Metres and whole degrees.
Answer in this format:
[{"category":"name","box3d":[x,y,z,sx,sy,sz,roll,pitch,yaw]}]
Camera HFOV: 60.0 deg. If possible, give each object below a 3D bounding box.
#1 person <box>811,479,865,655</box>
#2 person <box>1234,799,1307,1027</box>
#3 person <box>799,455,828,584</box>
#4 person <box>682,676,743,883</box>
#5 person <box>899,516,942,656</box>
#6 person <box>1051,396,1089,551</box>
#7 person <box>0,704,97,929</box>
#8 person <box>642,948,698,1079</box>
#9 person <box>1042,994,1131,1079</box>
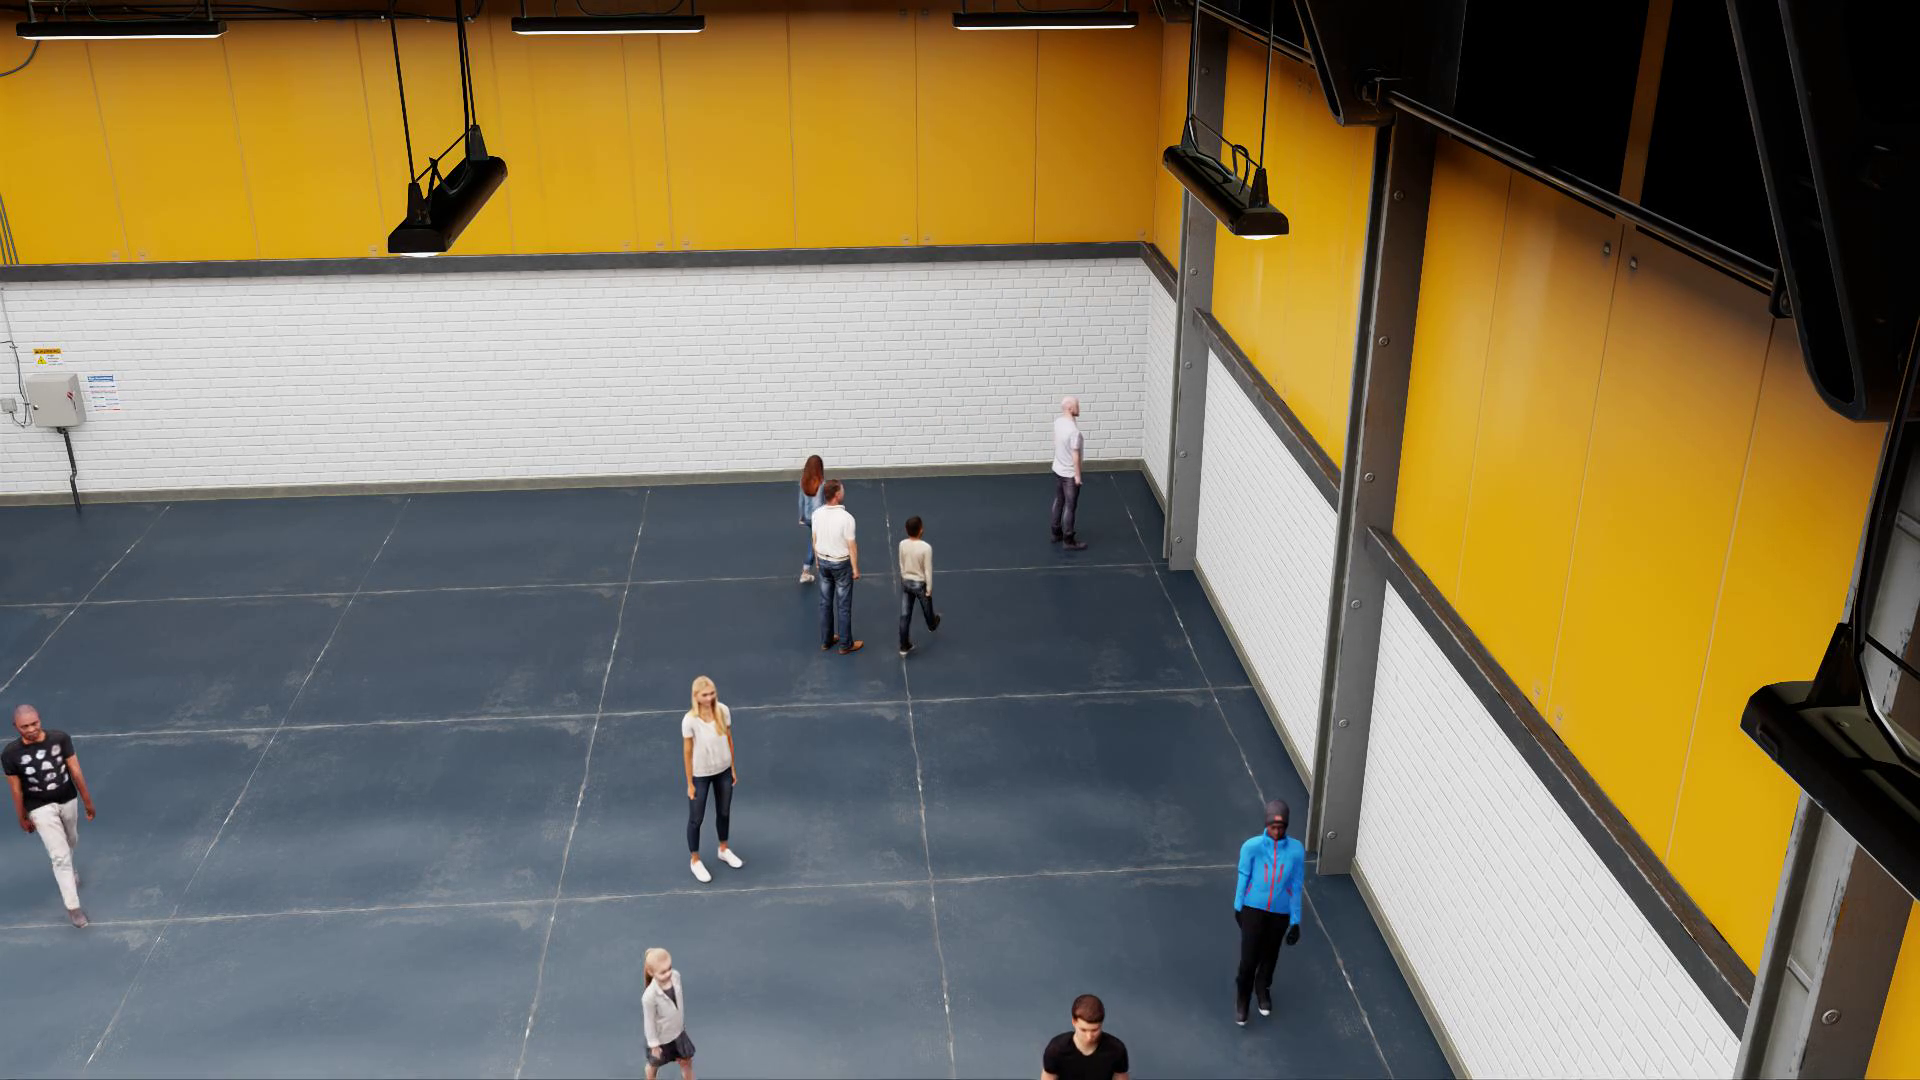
[{"category":"person","box3d":[-1.288,0.270,16.949,0.754,1.850,0.778,14,27,28]},{"category":"person","box3d":[2.166,2.565,11.790,0.617,1.778,0.646,-1,24,-3]},{"category":"person","box3d":[-1.637,-0.208,18.548,0.923,1.446,1.086,12,26,25]},{"category":"person","box3d":[-2.015,1.880,13.320,0.660,1.807,0.678,-17,29,-34]},{"category":"person","box3d":[-0.493,0.498,16.952,0.845,1.431,1.075,9,25,20]},{"category":"person","box3d":[1.243,-0.798,19.416,0.782,1.832,0.634,-9,25,-20]},{"category":"person","box3d":[-7.089,2.050,12.982,1.274,1.766,1.153,22,32,40]},{"category":"person","box3d":[-1.990,3.207,10.976,0.866,1.254,0.817,17,29,34]},{"category":"person","box3d":[0.731,3.390,9.846,0.687,1.824,1.106,-2,24,-4]}]
